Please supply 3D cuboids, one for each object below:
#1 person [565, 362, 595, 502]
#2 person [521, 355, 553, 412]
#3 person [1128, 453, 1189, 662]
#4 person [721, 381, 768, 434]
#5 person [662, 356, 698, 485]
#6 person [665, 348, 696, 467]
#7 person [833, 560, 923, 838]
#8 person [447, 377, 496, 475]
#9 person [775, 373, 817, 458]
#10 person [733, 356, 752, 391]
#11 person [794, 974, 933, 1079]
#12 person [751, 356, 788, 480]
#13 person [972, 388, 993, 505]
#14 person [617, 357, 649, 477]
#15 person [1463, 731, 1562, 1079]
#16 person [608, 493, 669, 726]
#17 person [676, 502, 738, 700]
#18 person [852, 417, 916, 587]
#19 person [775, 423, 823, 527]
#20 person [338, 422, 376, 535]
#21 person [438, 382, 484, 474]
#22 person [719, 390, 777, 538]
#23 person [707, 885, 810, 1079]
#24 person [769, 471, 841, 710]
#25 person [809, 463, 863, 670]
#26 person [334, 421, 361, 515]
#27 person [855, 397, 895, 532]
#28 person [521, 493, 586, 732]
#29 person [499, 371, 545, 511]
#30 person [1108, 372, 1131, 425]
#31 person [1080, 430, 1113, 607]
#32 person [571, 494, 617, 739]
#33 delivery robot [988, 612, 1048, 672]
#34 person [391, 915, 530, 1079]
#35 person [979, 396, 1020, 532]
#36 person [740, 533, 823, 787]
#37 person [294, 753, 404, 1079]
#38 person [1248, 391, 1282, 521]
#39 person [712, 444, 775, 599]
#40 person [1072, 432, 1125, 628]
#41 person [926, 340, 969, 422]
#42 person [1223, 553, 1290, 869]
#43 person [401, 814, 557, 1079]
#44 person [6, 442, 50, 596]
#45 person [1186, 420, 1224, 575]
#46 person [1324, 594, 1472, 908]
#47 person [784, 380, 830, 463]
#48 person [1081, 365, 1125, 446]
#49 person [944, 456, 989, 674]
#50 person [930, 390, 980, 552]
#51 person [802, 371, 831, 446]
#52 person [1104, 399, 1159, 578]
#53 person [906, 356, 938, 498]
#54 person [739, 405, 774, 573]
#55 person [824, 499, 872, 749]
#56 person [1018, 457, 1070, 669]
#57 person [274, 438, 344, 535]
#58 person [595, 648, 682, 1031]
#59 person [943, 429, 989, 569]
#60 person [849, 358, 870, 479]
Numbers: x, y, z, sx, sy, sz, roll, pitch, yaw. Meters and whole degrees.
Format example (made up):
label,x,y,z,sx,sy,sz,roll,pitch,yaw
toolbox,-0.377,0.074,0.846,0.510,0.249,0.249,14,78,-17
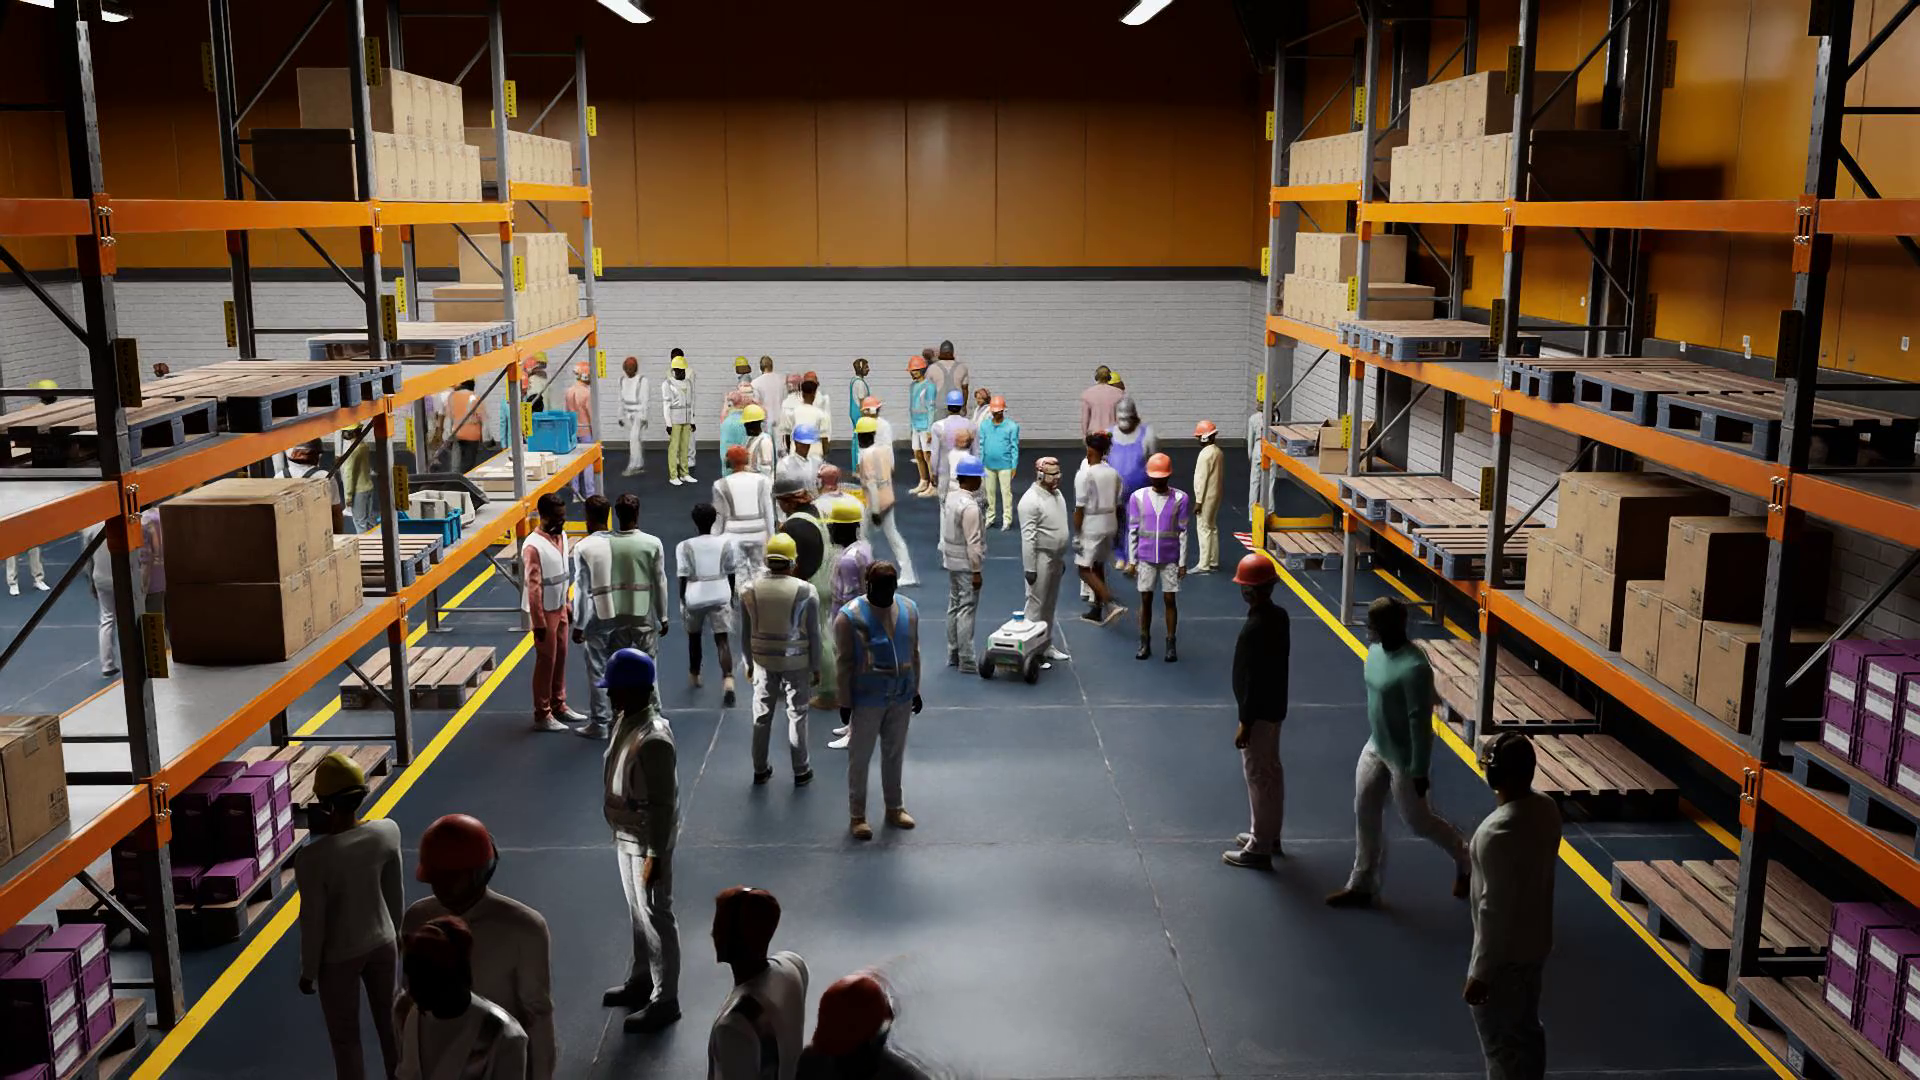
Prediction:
label,x,y,z,sx,sy,sz,roll,pitch,yaw
person,-5.251,-1.495,23.271,0.612,1.984,0.401,10,15,40
person,-6.197,-1.746,24.582,0.841,1.972,0.619,4,12,19
person,1.803,0.157,15.144,0.546,1.927,0.392,2,11,11
person,-2.745,-1.093,21.449,0.643,1.910,0.400,-6,13,-28
person,-4.185,-1.792,24.903,0.371,1.927,0.588,8,14,33
person,-4.446,-2.114,26.578,0.584,1.911,0.390,6,13,29
person,-0.517,1.031,10.965,0.632,1.842,0.429,-7,13,-31
person,-6.843,-1.477,23.373,0.602,1.899,0.726,5,12,25
person,-2.251,-1.323,22.619,0.458,1.893,0.681,8,14,34
person,-3.511,-2.110,26.981,0.321,1.737,0.485,0,11,0
person,-0.344,2.204,5.389,0.571,1.719,0.707,9,15,39
person,-2.849,-1.794,24.917,0.638,1.930,0.375,-8,14,-36
person,0.339,-1.298,23.178,0.314,1.633,0.520,-7,13,-31
person,-5.057,-1.897,25.634,0.644,1.843,0.797,7,13,30
person,2.332,1.754,7.101,0.369,1.936,0.630,9,14,39
person,-2.572,0.584,13.013,0.589,1.919,0.389,1,11,4
person,-2.114,0.509,14.051,0.530,1.655,0.865,-4,12,-19
person,-0.929,-0.407,18.114,1.007,1.865,0.599,4,12,19
person,-1.617,-0.232,17.036,0.403,1.943,0.610,10,15,41
person,-6.929,-0.555,19.121,0.340,1.762,0.525,1,11,3
person,-7.061,-1.464,23.530,0.576,1.823,0.597,-10,15,-42
person,-2.690,-0.910,20.580,0.718,1.890,0.653,5,12,25
person,-0.692,2.068,5.658,0.353,1.883,0.573,3,12,15
person,-1.353,0.391,13.670,0.870,2.000,0.707,3,12,14
person,-1.132,0.265,14.696,0.467,1.892,0.645,10,15,41
person,-8.255,-1.200,22.419,0.322,1.737,0.485,4,12,19
person,-1.132,-0.972,21.363,0.660,1.704,0.601,-9,14,-37
person,-3.247,0.564,13.146,0.405,1.909,0.597,2,11,11
person,-5.761,-1.235,21.957,0.608,1.989,0.387,-2,12,-11
person,2.280,-1.604,24.458,0.321,1.731,0.493,-11,15,-43
person,1.404,-0.223,17.276,0.388,1.836,0.564,-3,12,-16
person,-2.763,0.594,12.995,0.386,1.904,0.603,7,13,33
delivery robot,0.521,0.880,14.725,0.477,0.478,0.707,5,12,23
person,-1.627,2.111,5.472,0.576,1.878,0.352,7,13,33
person,0.480,-0.981,21.300,0.563,1.743,0.350,5,12,25
person,-1.268,0.857,11.897,0.594,1.823,0.405,2,11,9
person,-2.677,1.795,7.324,0.310,1.768,0.533,7,13,32
person,4.028,-1.102,21.909,0.493,1.742,0.322,9,15,39
person,-2.106,-0.009,16.112,0.599,1.862,0.632,-4,12,-20
person,1.396,-0.085,16.309,0.637,1.935,0.606,-10,15,-41
person,-0.221,-2.168,26.505,0.689,2.000,0.537,-2,11,-11
person,1.861,1.064,10.420,0.390,1.990,0.614,6,13,27
person,-1.762,1.937,6.070,0.616,1.986,0.407,3,12,15
person,-10.057,-0.240,17.840,0.515,1.641,0.314,-11,16,-44
person,2.781,-0.484,18.830,0.354,1.737,0.573,6,13,27
person,2.648,1.242,9.762,0.916,1.907,0.655,-3,12,-13
person,-1.979,-1.105,21.525,0.609,1.934,0.911,0,11,2
person,2.002,-1.477,23.297,0.631,1.940,0.372,1,11,5
person,0.053,0.214,14.793,0.382,1.945,0.614,-4,12,-19
person,-0.060,-0.824,19.995,0.614,1.946,0.389,-2,11,-11
person,-2.074,-1.385,23.014,0.600,1.858,0.782,-1,11,-6
person,1.839,-0.614,18.712,0.693,2.000,0.911,4,12,21
person,-0.565,-1.622,23.812,0.420,2.031,0.605,-7,13,-32
person,-2.300,-0.580,18.860,0.384,1.916,0.586,-5,13,-26
person,-0.844,0.639,12.714,0.366,1.927,0.585,1,11,4
person,0.785,0.193,15.002,0.404,1.906,0.652,6,13,29
person,-6.110,-0.031,15.785,0.672,2.000,0.536,2,12,11
person,-1.612,1.488,8.404,0.388,1.947,0.613,-6,13,-27
person,0.061,-0.476,19.113,0.736,1.606,0.524,-7,13,-33
person,-1.509,-1.852,25.411,0.345,1.846,0.508,-4,12,-19
